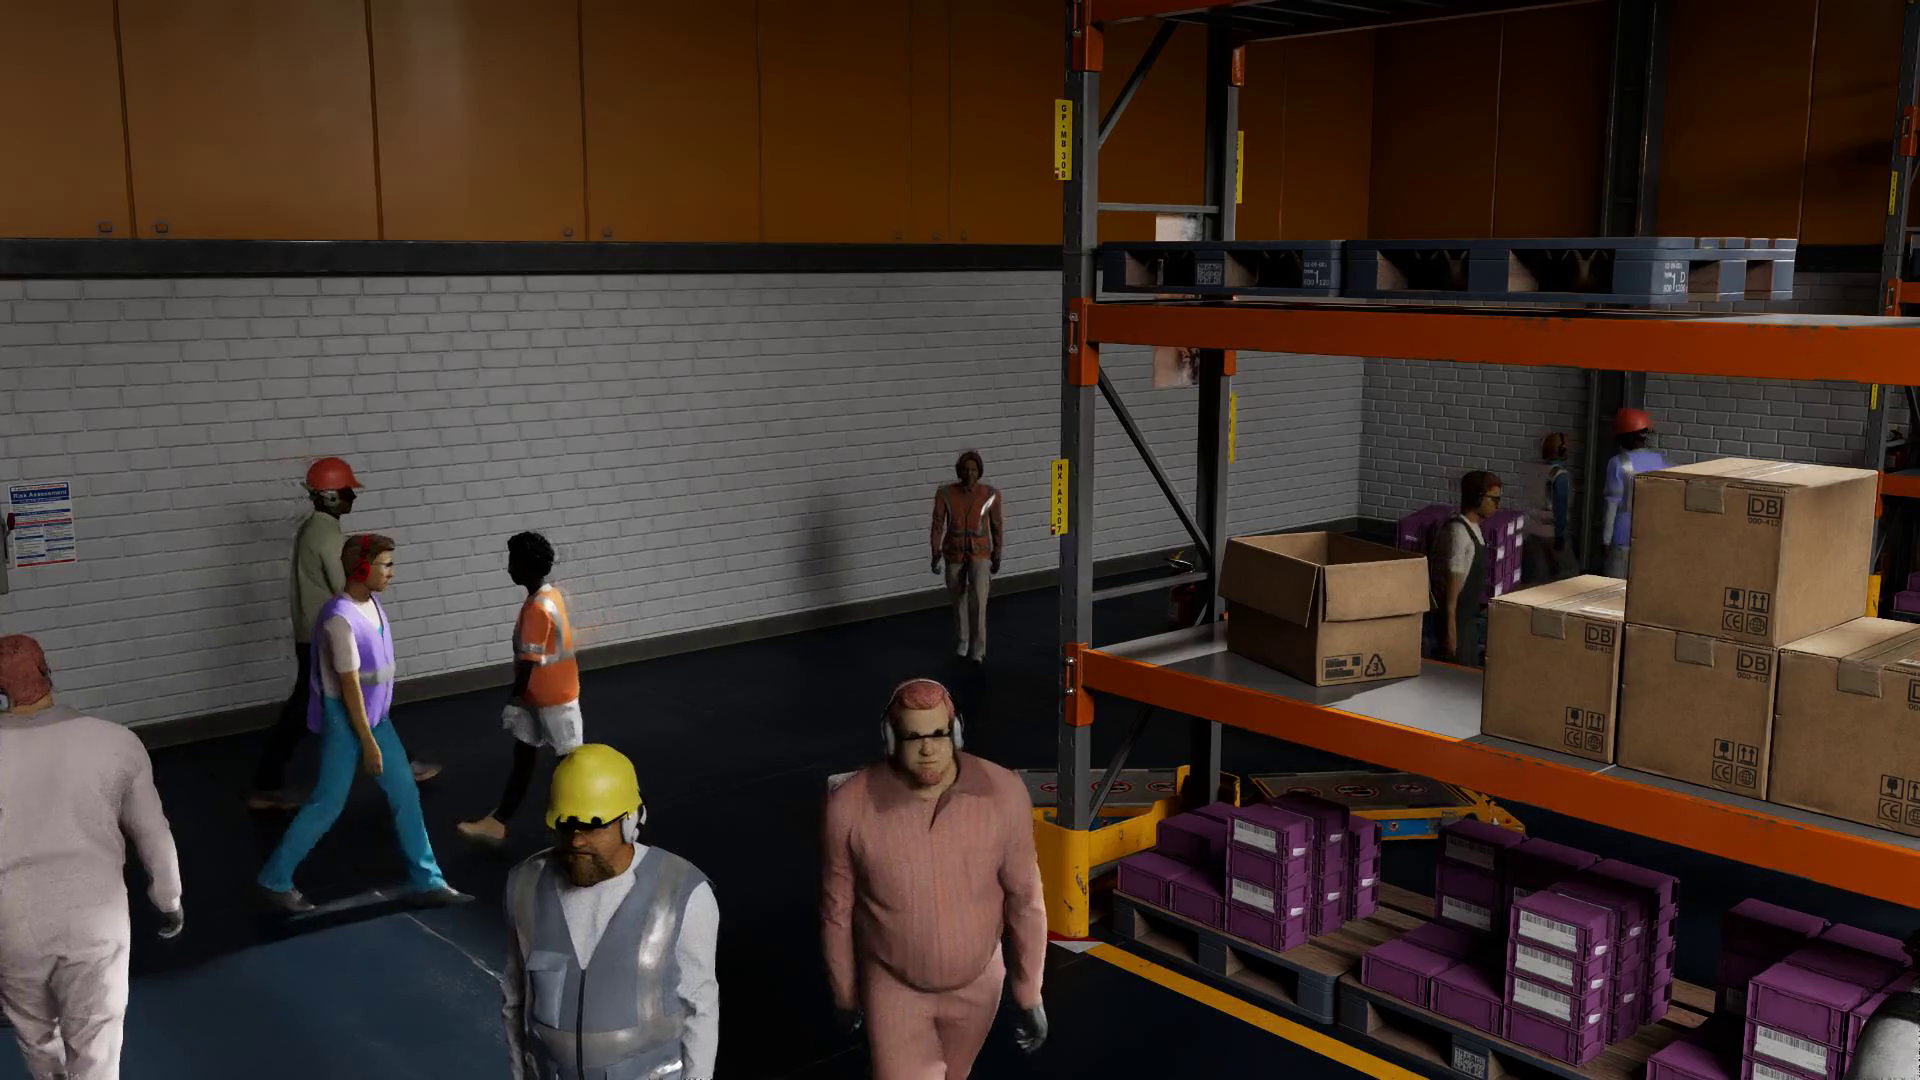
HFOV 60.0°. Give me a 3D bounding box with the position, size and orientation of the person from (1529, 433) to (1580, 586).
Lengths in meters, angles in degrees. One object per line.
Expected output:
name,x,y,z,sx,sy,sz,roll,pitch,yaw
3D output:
person,4.789,-0.056,13.420,0.383,1.619,0.543,-1,10,-3

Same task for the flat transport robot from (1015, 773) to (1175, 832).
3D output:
flat transport robot,0.719,1.405,8.828,1.431,0.197,0.652,0,10,-1

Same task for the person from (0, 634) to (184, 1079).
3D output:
person,-2.915,1.199,5.400,0.711,1.842,0.990,-5,11,-26

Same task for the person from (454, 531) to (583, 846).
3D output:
person,-2.174,0.788,8.354,0.837,1.651,0.550,-2,10,-11

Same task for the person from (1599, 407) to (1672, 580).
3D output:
person,5.108,-0.038,12.497,0.568,1.913,0.607,-3,10,-15

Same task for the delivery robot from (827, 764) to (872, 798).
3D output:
delivery robot,-0.307,1.281,8.451,0.707,0.478,0.477,-5,11,-28

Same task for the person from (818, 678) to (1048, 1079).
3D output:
person,-0.081,1.293,4.914,0.633,1.849,1.050,-3,10,-16

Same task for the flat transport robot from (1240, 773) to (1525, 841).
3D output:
flat transport robot,2.164,1.411,8.791,1.431,0.197,0.652,-1,10,-6

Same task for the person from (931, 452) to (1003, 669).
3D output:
person,0.048,0.145,12.346,0.519,1.591,0.879,1,10,6

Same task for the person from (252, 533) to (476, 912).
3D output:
person,-2.817,0.855,7.657,0.980,1.794,0.555,0,10,2

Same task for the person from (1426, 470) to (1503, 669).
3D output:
person,2.824,0.485,9.710,0.655,1.817,0.548,5,11,26

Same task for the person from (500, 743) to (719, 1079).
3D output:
person,-0.909,1.402,4.320,0.585,1.825,0.403,1,10,8

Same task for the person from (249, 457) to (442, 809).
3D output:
person,-3.490,0.510,9.218,1.046,1.939,0.618,-5,11,-25
